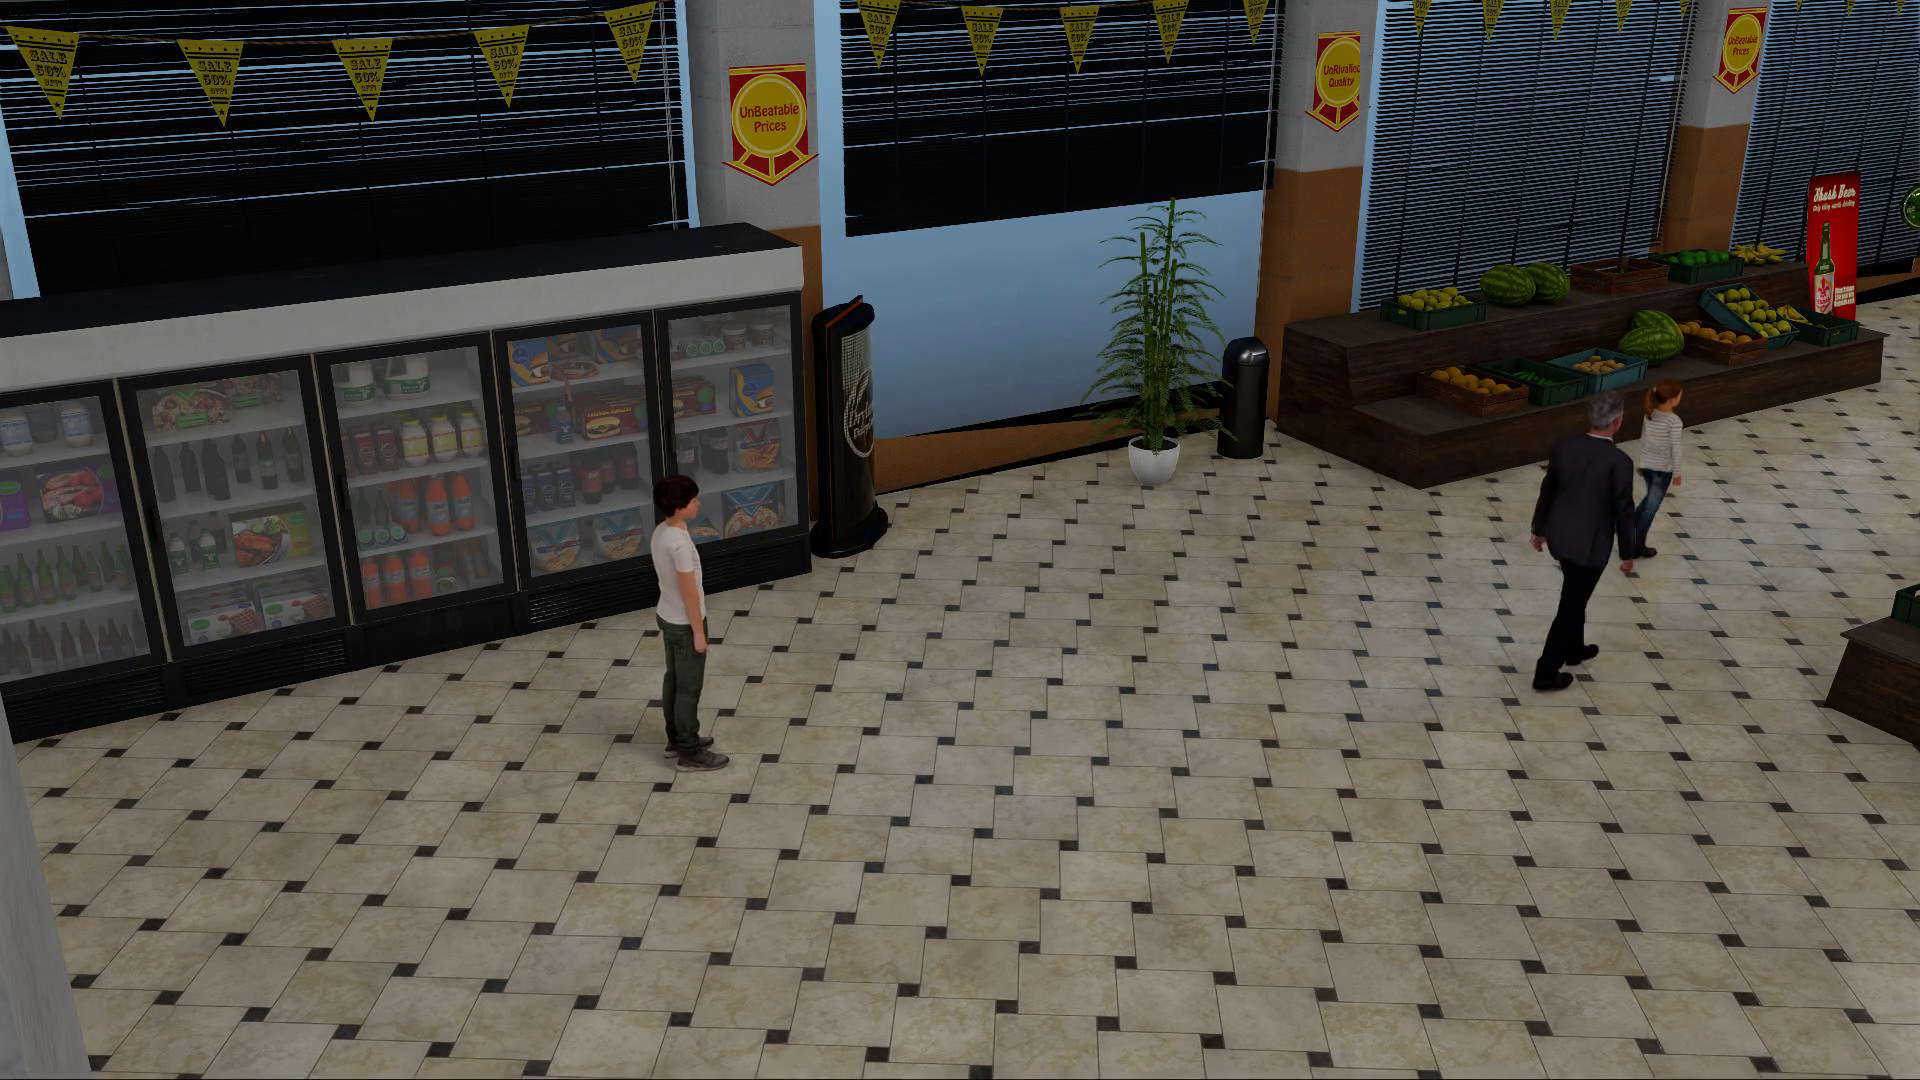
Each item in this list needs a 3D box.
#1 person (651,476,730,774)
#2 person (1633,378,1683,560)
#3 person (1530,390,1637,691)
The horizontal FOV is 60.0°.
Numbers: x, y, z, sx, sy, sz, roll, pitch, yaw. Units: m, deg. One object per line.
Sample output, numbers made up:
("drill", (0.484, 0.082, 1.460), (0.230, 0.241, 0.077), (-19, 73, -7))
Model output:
("person", (-1.485, 0.438, 8.877), (0.526, 1.654, 0.580), (-10, 24, -24))
("person", (4.809, -0.484, 11.637), (0.583, 1.307, 0.533), (-6, 23, -15))
("person", (3.560, 0.028, 9.674), (0.896, 1.821, 0.746), (-12, 25, -27))
